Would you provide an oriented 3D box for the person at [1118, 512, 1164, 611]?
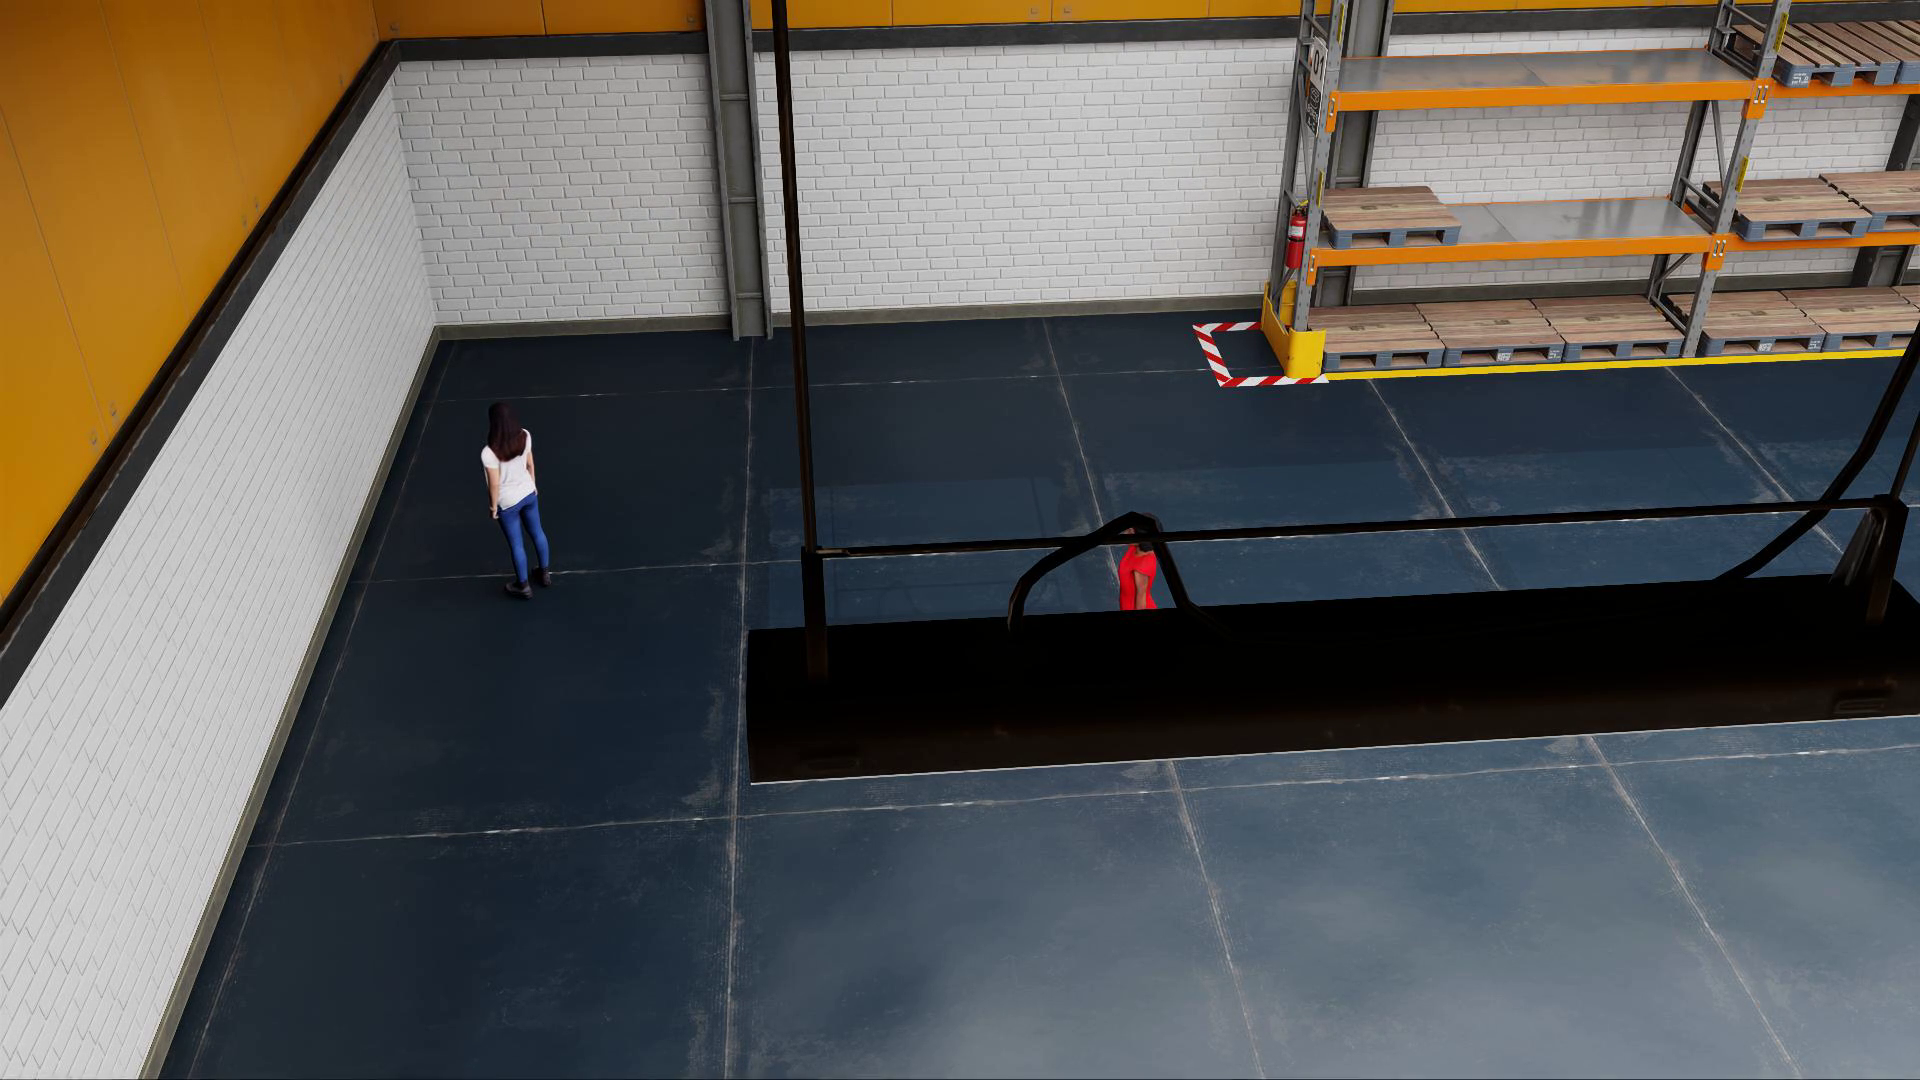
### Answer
[{"bbox_3d":[1.215,0.561,11.415,0.511,1.744,0.582,0,34,0],"label":"person"}]

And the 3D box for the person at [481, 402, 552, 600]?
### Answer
[{"bbox_3d":[-3.407,-0.302,12.766,0.719,1.685,0.671,23,40,30],"label":"person"}]
